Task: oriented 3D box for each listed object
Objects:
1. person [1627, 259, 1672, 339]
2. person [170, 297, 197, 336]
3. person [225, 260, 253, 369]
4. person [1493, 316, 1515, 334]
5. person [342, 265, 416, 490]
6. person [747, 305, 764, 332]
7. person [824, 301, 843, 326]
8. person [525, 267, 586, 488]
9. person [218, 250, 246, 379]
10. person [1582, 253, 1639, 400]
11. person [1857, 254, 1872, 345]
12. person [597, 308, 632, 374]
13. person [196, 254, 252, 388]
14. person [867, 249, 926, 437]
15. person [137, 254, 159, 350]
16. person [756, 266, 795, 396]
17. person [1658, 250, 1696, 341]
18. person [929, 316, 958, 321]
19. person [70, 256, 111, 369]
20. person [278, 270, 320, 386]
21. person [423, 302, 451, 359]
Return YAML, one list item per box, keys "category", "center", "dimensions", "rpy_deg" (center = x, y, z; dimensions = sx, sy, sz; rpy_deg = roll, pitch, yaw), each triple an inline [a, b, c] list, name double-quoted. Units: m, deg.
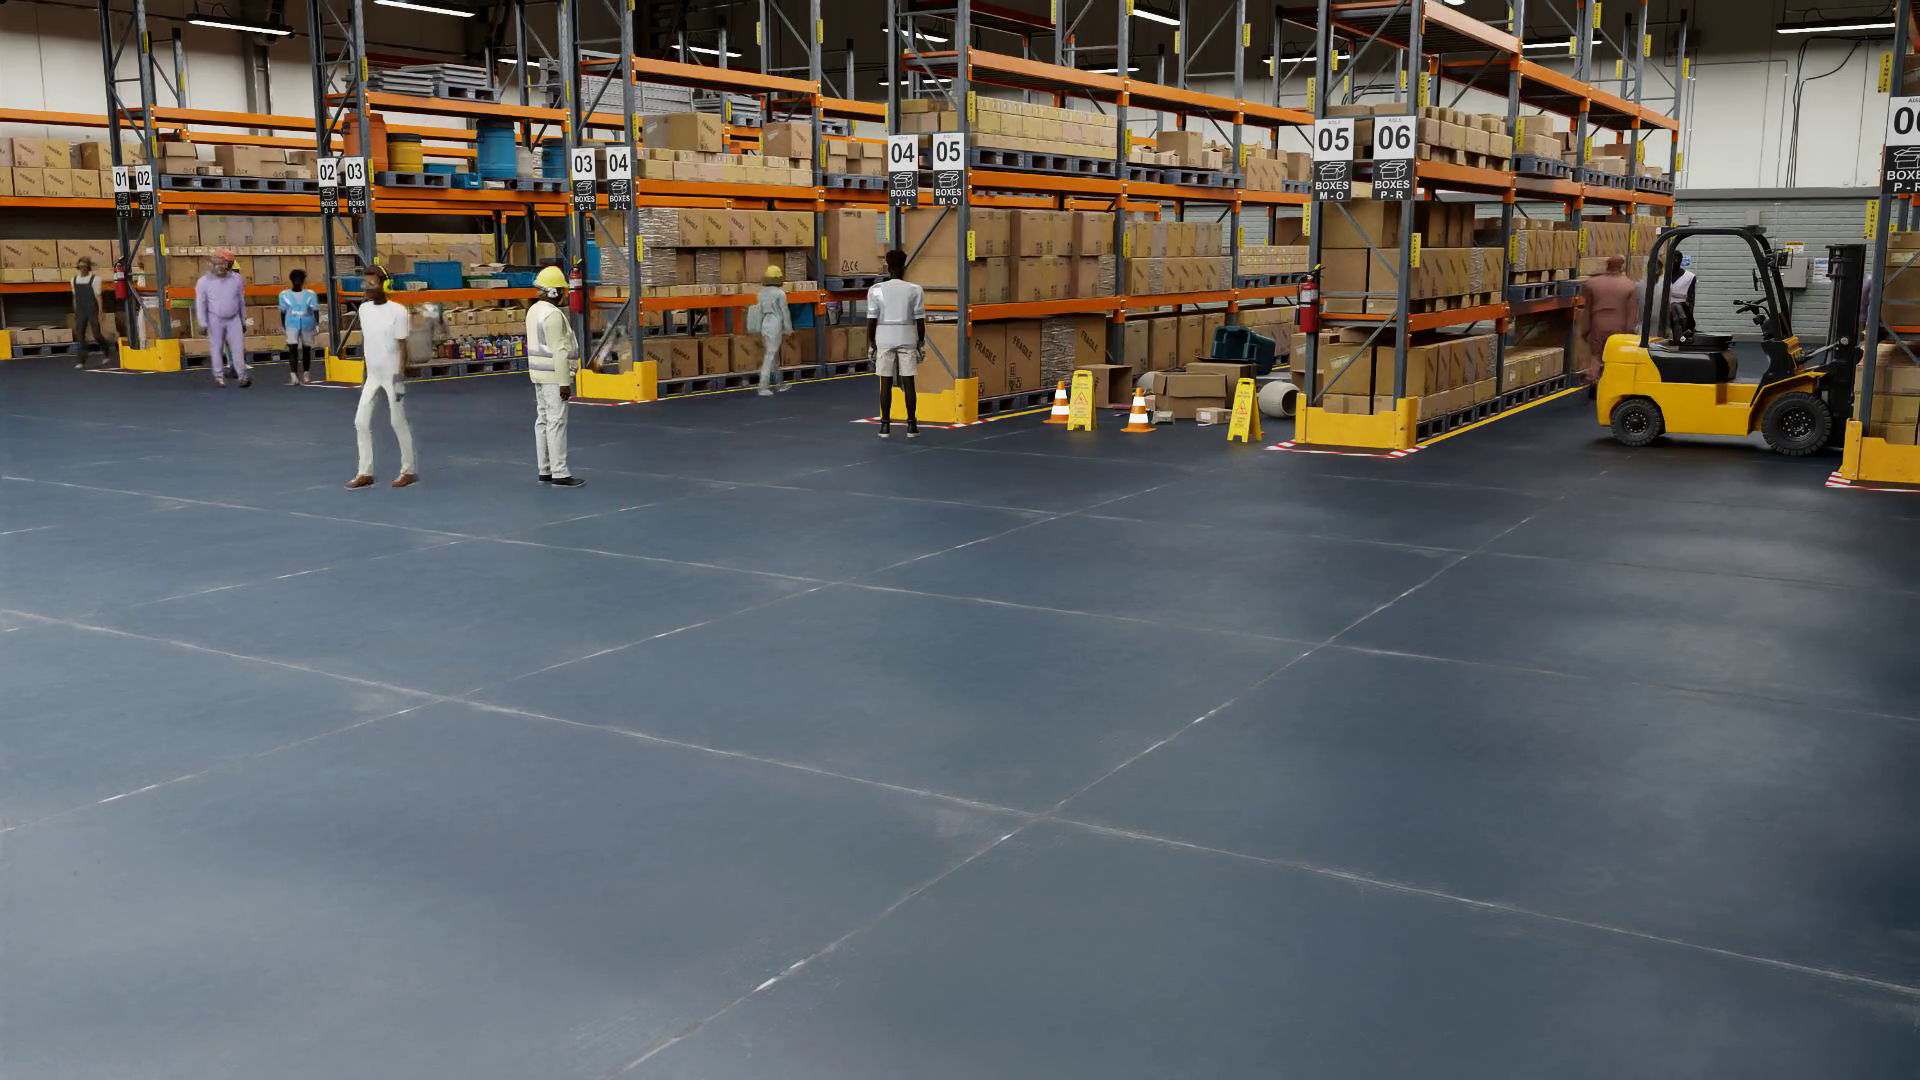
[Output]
- category: "person"
  center: [9.450, -2.929, 22.777]
  dimensions: [0.546, 1.800, 0.999]
  rpy_deg: [3, 11, 18]
- category: "person"
  center: [-13.877, -4.186, 29.694]
  dimensions: [0.636, 1.842, 0.429]
  rpy_deg: [1, 10, 8]
- category: "person"
  center: [-11.680, -3.628, 26.781]
  dimensions: [0.522, 1.769, 0.311]
  rpy_deg: [8, 13, 36]
- category: "person"
  center: [10.980, -4.775, 32.869]
  dimensions: [0.576, 1.905, 0.895]
  rpy_deg: [-9, 14, -42]
- category: "person"
  center: [-4.786, -1.312, 13.594]
  dimensions: [0.556, 1.840, 0.788]
  rpy_deg: [4, 11, 23]
- category: "person"
  center: [-3.340, -3.846, 27.686]
  dimensions: [0.635, 1.876, 1.024]
  rpy_deg: [4, 11, 23]
- category: "person"
  center: [-2.166, -3.975, 27.974]
  dimensions: [0.383, 2.036, 0.605]
  rpy_deg: [-9, 14, -43]
- category: "person"
  center: [-3.370, -1.345, 13.820]
  dimensions: [0.403, 1.829, 0.588]
  rpy_deg: [-7, 12, -34]
- category: "person"
  center: [-10.926, -3.363, 24.897]
  dimensions: [0.651, 1.919, 0.464]
  rpy_deg: [6, 12, 30]
- category: "person"
  center: [8.243, -2.673, 21.071]
  dimensions: [0.665, 1.890, 0.421]
  rpy_deg: [6, 12, 30]
- category: "person"
  center: [12.798, -3.178, 23.840]
  dimensions: [0.585, 1.920, 0.392]
  rpy_deg: [6, 12, 29]
- category: "person"
  center: [-5.252, -3.290, 25.348]
  dimensions: [0.507, 1.605, 0.795]
  rpy_deg: [7, 12, 35]
- category: "person"
  center: [-10.223, -3.024, 23.125]
  dimensions: [0.665, 1.857, 0.997]
  rpy_deg: [-7, 13, -36]
- category: "person"
  center: [-0.665, -2.049, 17.386]
  dimensions: [0.613, 1.958, 0.369]
  rpy_deg: [-1, 10, -3]
- category: "person"
  center: [-14.580, -4.249, 30.049]
  dimensions: [0.585, 1.849, 0.944]
  rpy_deg: [6, 12, 29]
- category: "person"
  center: [-2.449, -2.800, 22.286]
  dimensions: [0.485, 1.706, 0.872]
  rpy_deg: [8, 13, 38]
- category: "person"
  center: [10.801, -3.423, 25.207]
  dimensions: [0.591, 1.917, 0.379]
  rpy_deg: [7, 13, 36]
- category: "person"
  center: [-0.169, -3.015, 22.596]
  dimensions: [0.606, 2.037, 0.405]
  rpy_deg: [5, 11, 26]
- category: "person"
  center: [-14.112, -3.690, 26.977]
  dimensions: [0.530, 1.827, 0.738]
  rpy_deg: [0, 10, -3]
- category: "person"
  center: [-9.456, -3.045, 23.838]
  dimensions: [0.526, 1.645, 0.835]
  rpy_deg: [-5, 11, -28]
- category: "person"
  center: [-8.725, -3.719, 27.702]
  dimensions: [0.524, 1.622, 0.523]
  rpy_deg: [6, 12, 32]
